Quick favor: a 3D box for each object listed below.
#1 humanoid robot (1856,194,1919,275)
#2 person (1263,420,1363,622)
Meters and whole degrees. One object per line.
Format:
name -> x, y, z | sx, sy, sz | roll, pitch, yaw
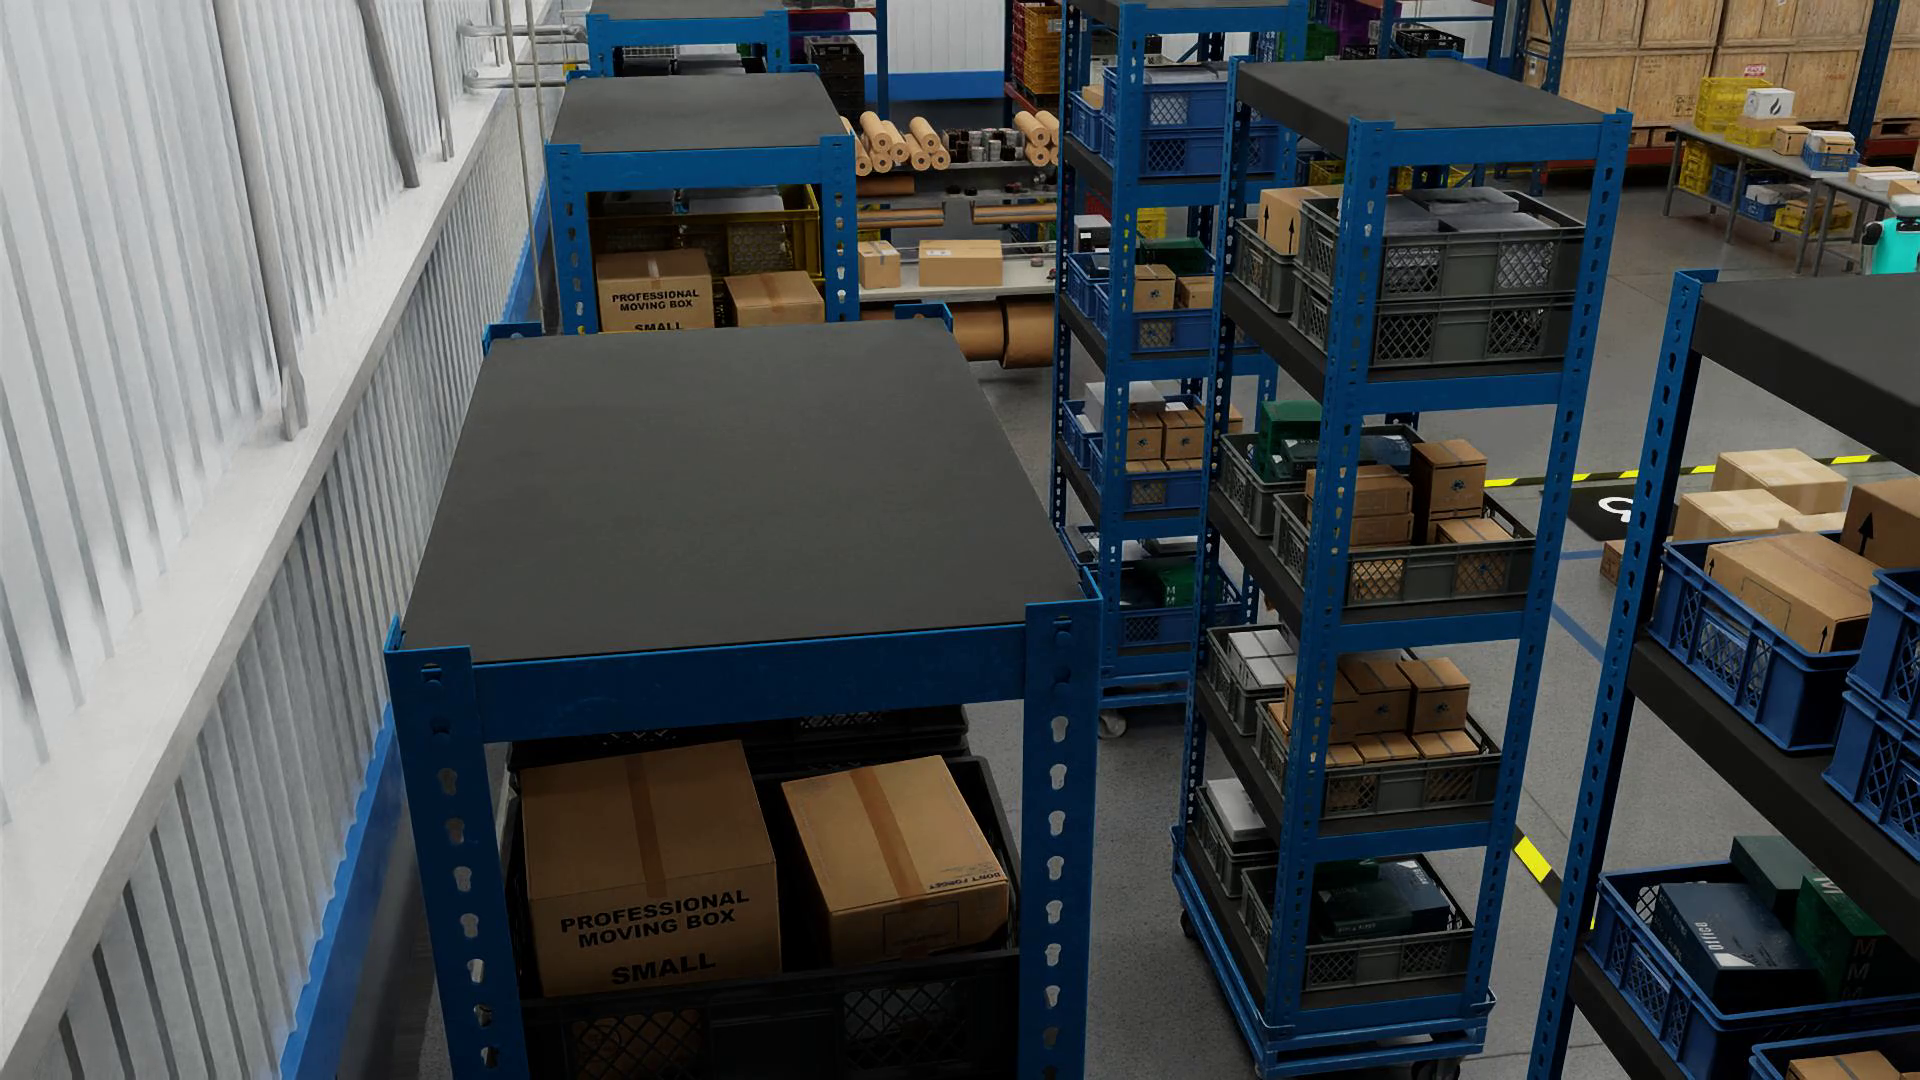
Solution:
humanoid robot -> 6.638, -1.545, 11.734 | 0.533, 1.681, 0.735 | 0, 25, 0
person -> 1.736, 0.190, 7.991 | 0.589, 1.853, 0.372 | -2, 25, -4
